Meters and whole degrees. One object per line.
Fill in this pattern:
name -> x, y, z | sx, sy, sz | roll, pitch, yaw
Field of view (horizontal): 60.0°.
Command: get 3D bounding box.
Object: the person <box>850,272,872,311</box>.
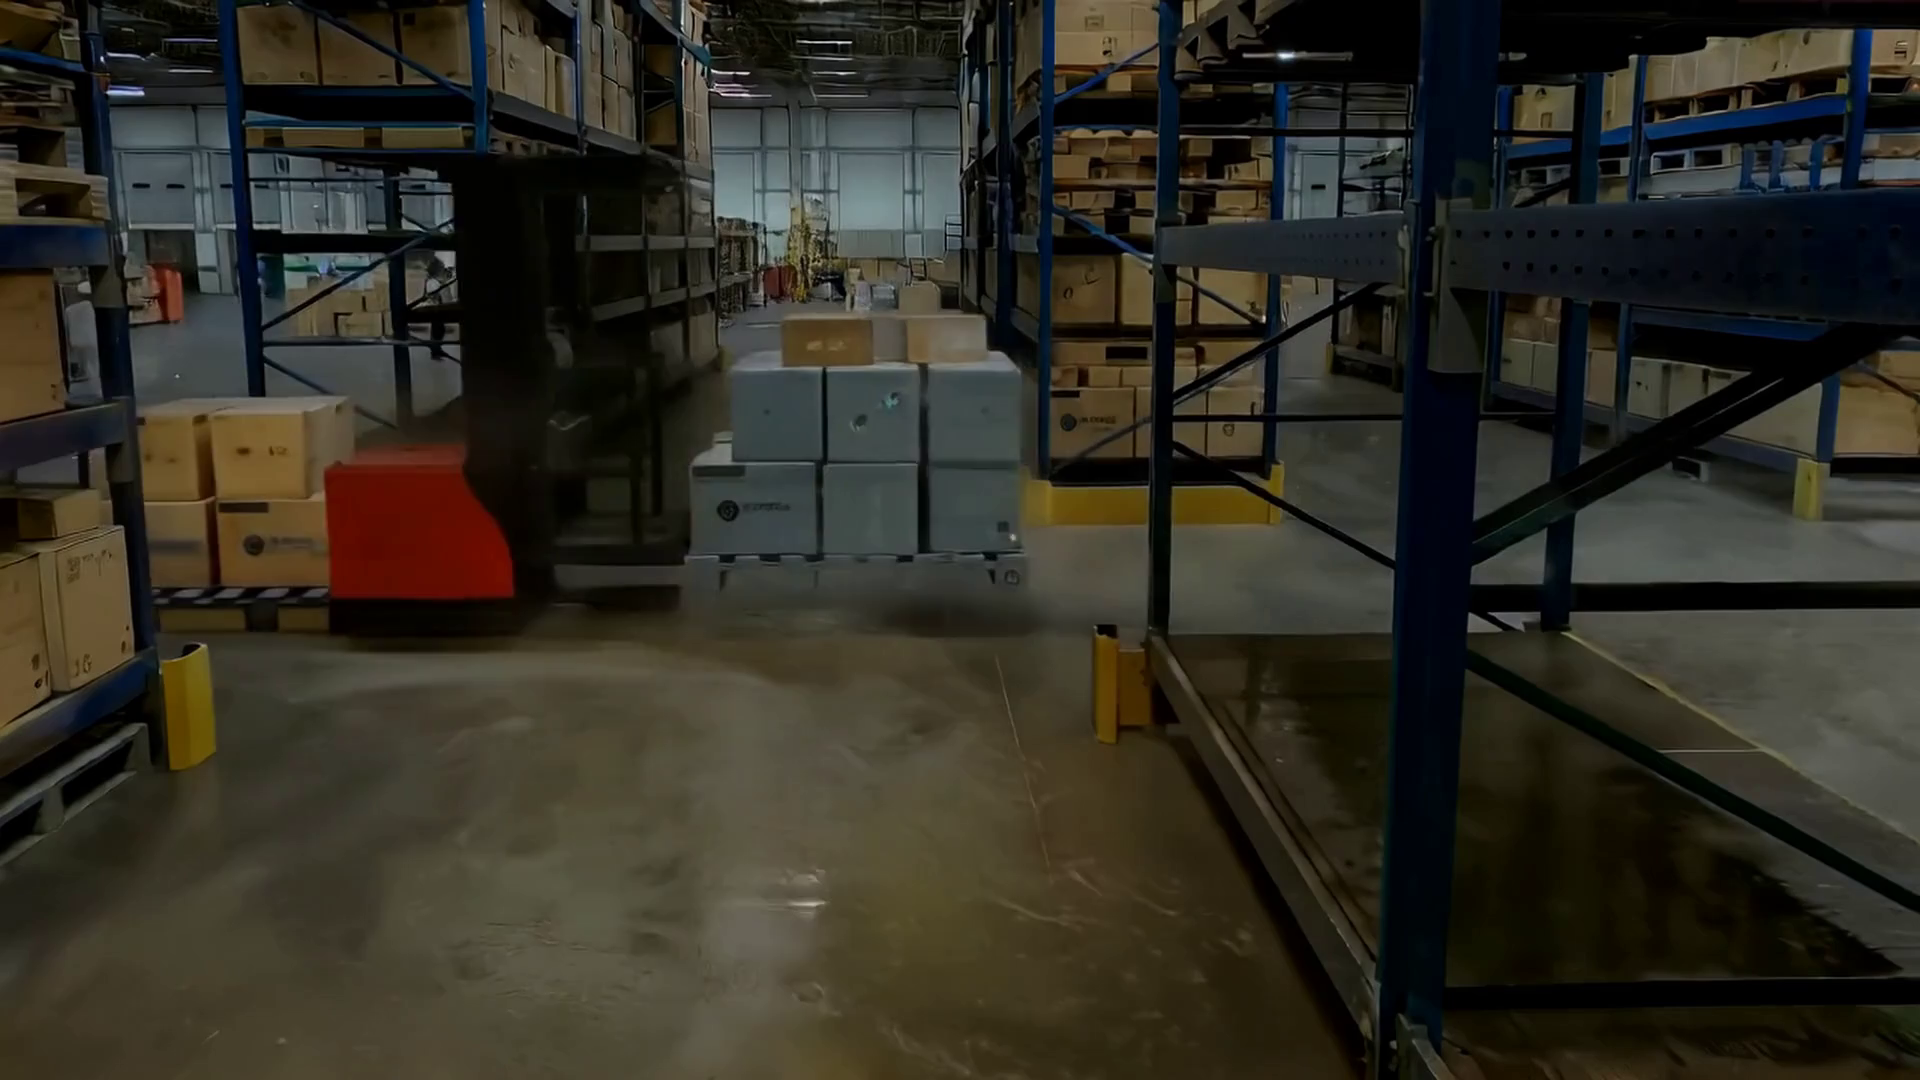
person -> -2.475, -5.899, 41.567 | 0.534, 1.593, 0.871 | -3, 11, -17

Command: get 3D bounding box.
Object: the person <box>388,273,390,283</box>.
person -> -18.706, -8.396, 55.225 | 0.532, 1.689, 0.321 | -8, 13, -38

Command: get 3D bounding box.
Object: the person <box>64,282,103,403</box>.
person -> -12.182, -2.713, 23.296 | 0.585, 1.794, 0.928 | -1, 10, -8

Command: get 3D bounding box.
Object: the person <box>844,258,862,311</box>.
person -> -3.112, -7.276, 48.465 | 0.577, 1.877, 0.349 | -4, 11, -21

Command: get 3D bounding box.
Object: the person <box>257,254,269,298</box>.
person -> -29.117, -11.051, 69.349 | 0.386, 1.922, 0.594 | -10, 14, -43

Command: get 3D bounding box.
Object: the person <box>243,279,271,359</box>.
person -> -14.136, -4.571, 33.285 | 0.440, 1.908, 0.613 | -7, 12, -35

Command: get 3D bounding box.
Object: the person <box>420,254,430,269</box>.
person -> -18.376, -8.913, 57.508 | 0.942, 1.912, 0.629 | -4, 11, -22

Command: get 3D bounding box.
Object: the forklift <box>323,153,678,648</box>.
forklift -> -2.710, -0.843, 9.817 | 1.873, 2.768, 1.129 | -1, 10, -3

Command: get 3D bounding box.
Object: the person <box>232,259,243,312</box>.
person -> -23.788, -8.459, 55.164 | 0.651, 1.829, 0.445 | -6, 12, -28

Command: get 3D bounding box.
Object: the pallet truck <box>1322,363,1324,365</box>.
pallet truck -> 7.712, -4.157, 30.737 | 1.885, 1.965, 0.823 | 3, 11, 16

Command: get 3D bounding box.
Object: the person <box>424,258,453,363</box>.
person -> -10.086, -4.449, 32.246 | 0.535, 2.000, 0.682 | -5, 11, -25

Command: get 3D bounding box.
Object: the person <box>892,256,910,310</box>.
person -> -1.706, -7.310, 48.539 | 0.582, 1.919, 0.400 | 6, 12, 31
